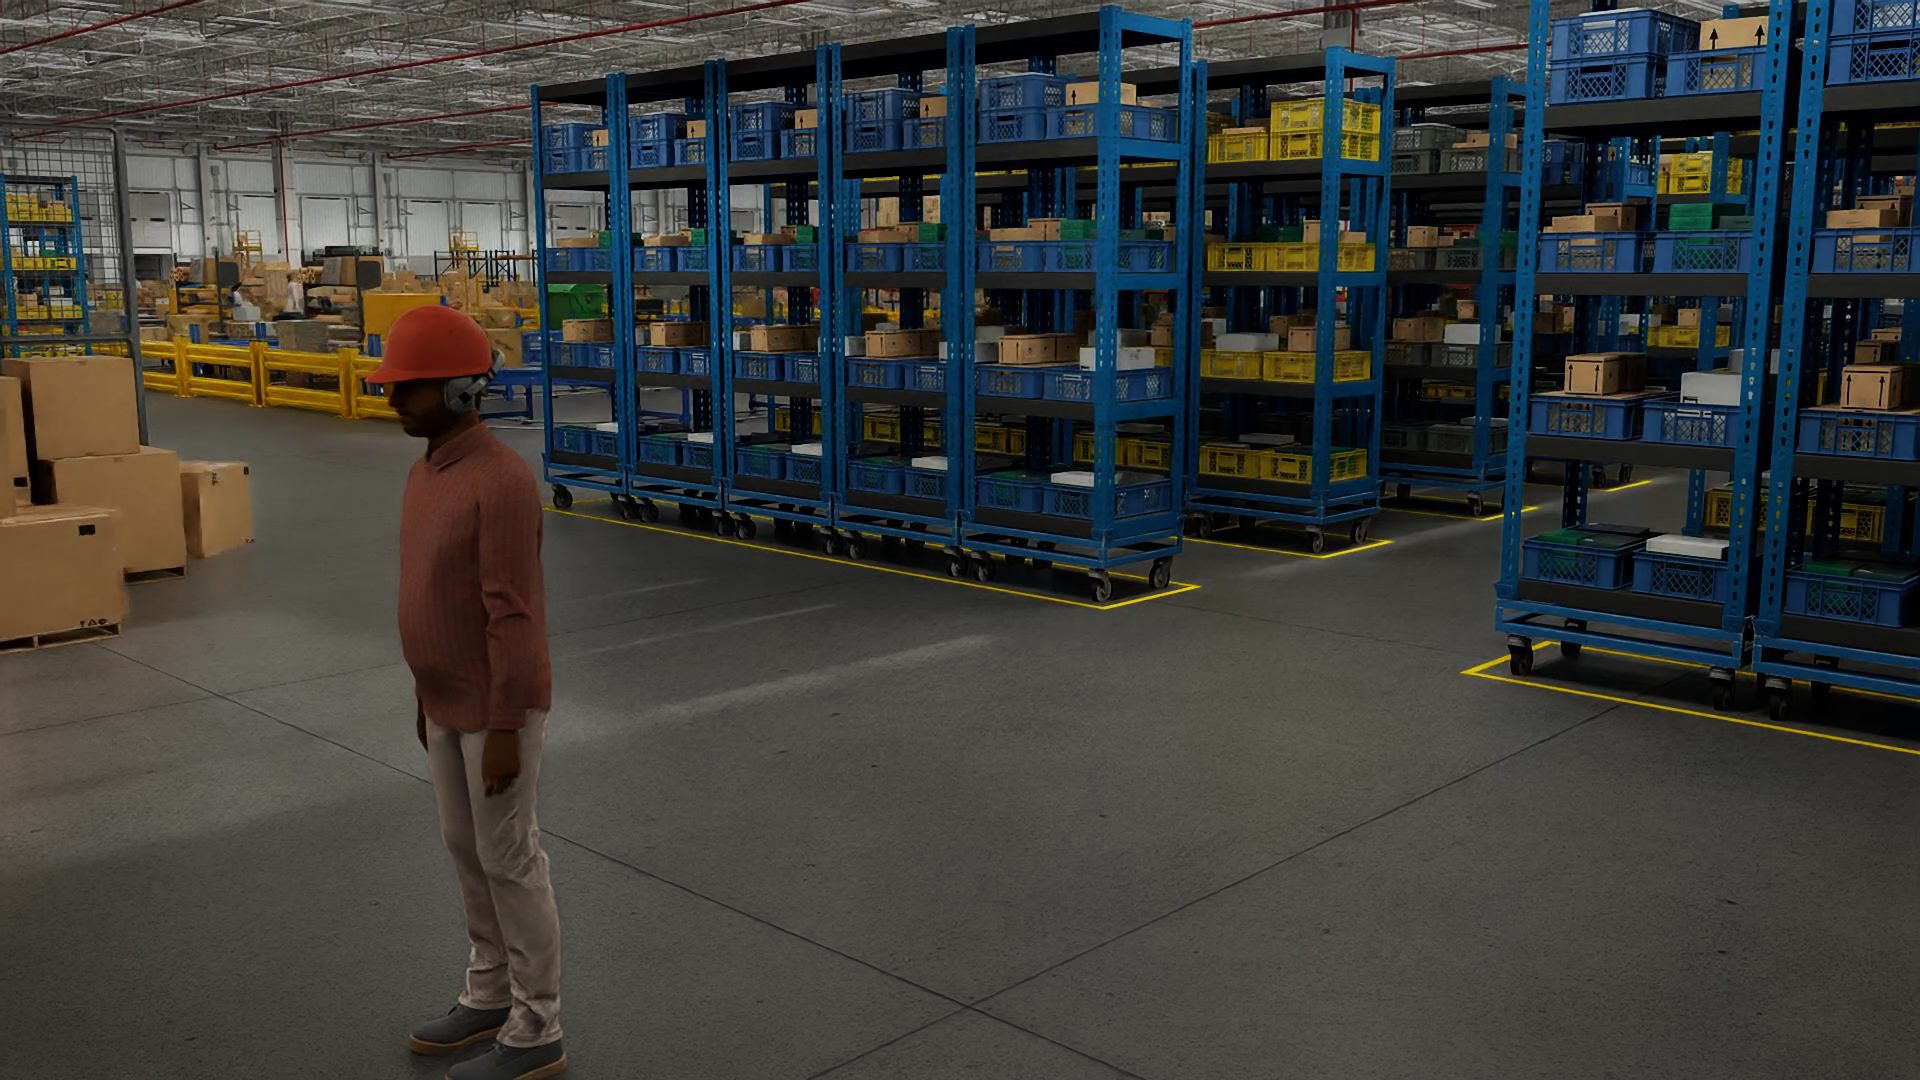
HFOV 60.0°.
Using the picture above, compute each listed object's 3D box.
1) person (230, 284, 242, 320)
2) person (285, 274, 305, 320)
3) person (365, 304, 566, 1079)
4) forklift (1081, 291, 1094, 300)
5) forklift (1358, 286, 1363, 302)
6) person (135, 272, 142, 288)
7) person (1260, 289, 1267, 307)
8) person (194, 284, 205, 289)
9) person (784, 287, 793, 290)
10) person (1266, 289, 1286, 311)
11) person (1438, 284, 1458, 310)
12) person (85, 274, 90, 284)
[{"bbox_3d":[-16.450,-4.979,37.699,0.537,1.831,0.587,-2,9,-13],"label":"person"},{"bbox_3d":[-23.811,-8.501,59.140,1.044,1.882,0.646,-4,10,-21],"label":"person"},{"bbox_3d":[-1.254,0.404,4.223,0.402,1.987,0.608,-8,12,-40],"label":"person"},{"bbox_3d":[4.595,-10.064,65.651,1.873,2.768,1.129,9,13,43],"label":"forklift"},{"bbox_3d":[11.100,-7.017,46.970,1.873,2.768,1.129,9,13,43],"label":"forklift"},{"bbox_3d":[-26.941,-7.776,54.188,0.536,2.000,0.681,-9,13,-44],"label":"person"},{"bbox_3d":[9.667,-7.274,52.228,0.548,1.671,0.708,-2,9,-13],"label":"person"},{"bbox_3d":[-21.473,-6.472,47.125,0.602,1.732,0.578,-2,9,-10],"label":"person"},{"bbox_3d":[-7.479,-10.796,73.240,0.605,1.865,1.034,-2,9,-11],"label":"person"},{"bbox_3d":[8.447,-6.117,44.341,0.624,1.930,0.469,0,9,-1],"label":"person"},{"bbox_3d":[7.737,-3.223,26.760,0.642,1.888,0.484,8,12,39],"label":"person"},{"bbox_3d":[-41.159,-11.620,78.365,0.429,1.841,0.633,-1,9,-6],"label":"person"}]
